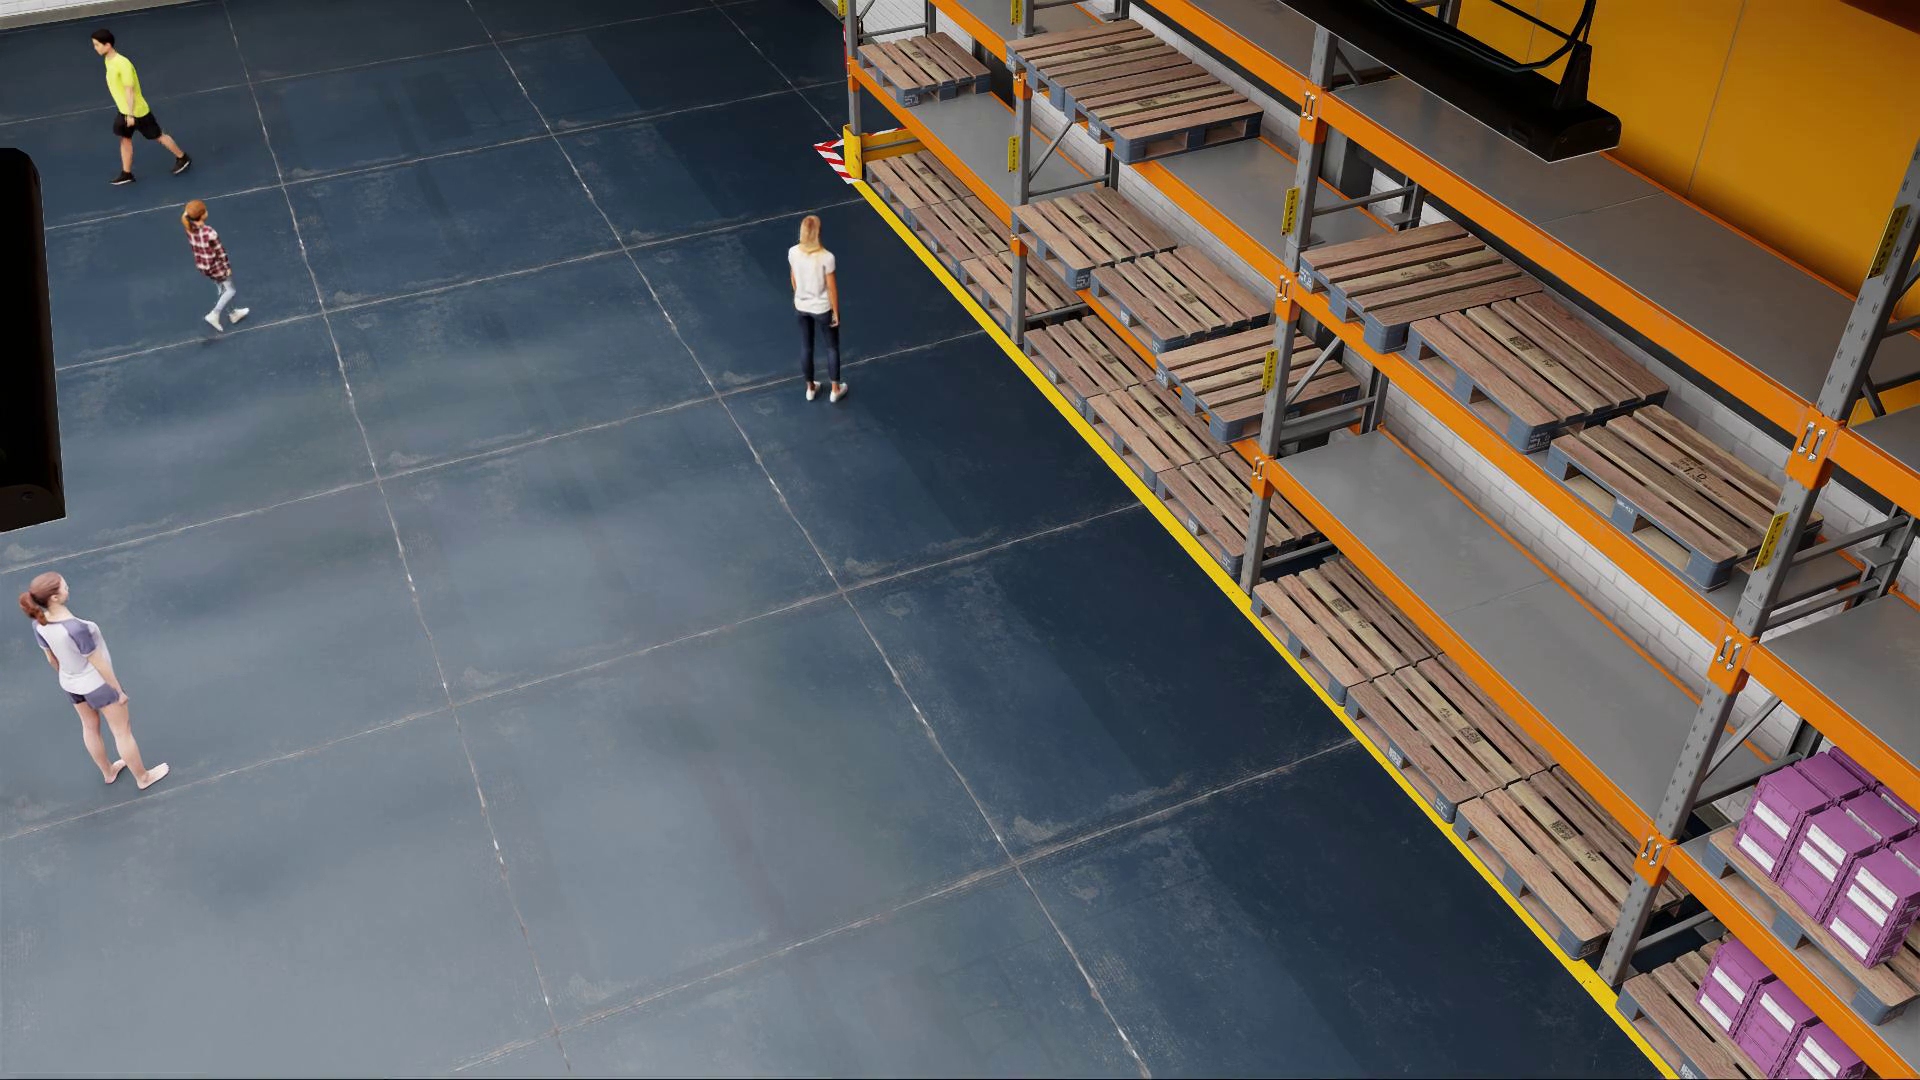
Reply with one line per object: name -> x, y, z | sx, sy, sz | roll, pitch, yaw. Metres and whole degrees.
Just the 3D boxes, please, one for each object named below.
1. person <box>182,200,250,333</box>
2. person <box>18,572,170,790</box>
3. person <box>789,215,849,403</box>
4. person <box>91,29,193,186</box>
person -> -6.992, -2.544, 15.507 | 0.784, 1.297, 0.824 | 17, 41, 20
person -> -5.654, 0.926, 10.786 | 0.674, 1.765, 0.723 | 10, 40, 12
person -> -1.280, -1.970, 14.382 | 0.703, 1.805, 0.755 | 11, 40, 13
person -> -8.810, -4.668, 17.870 | 1.139, 1.666, 1.031 | 26, 45, 28
